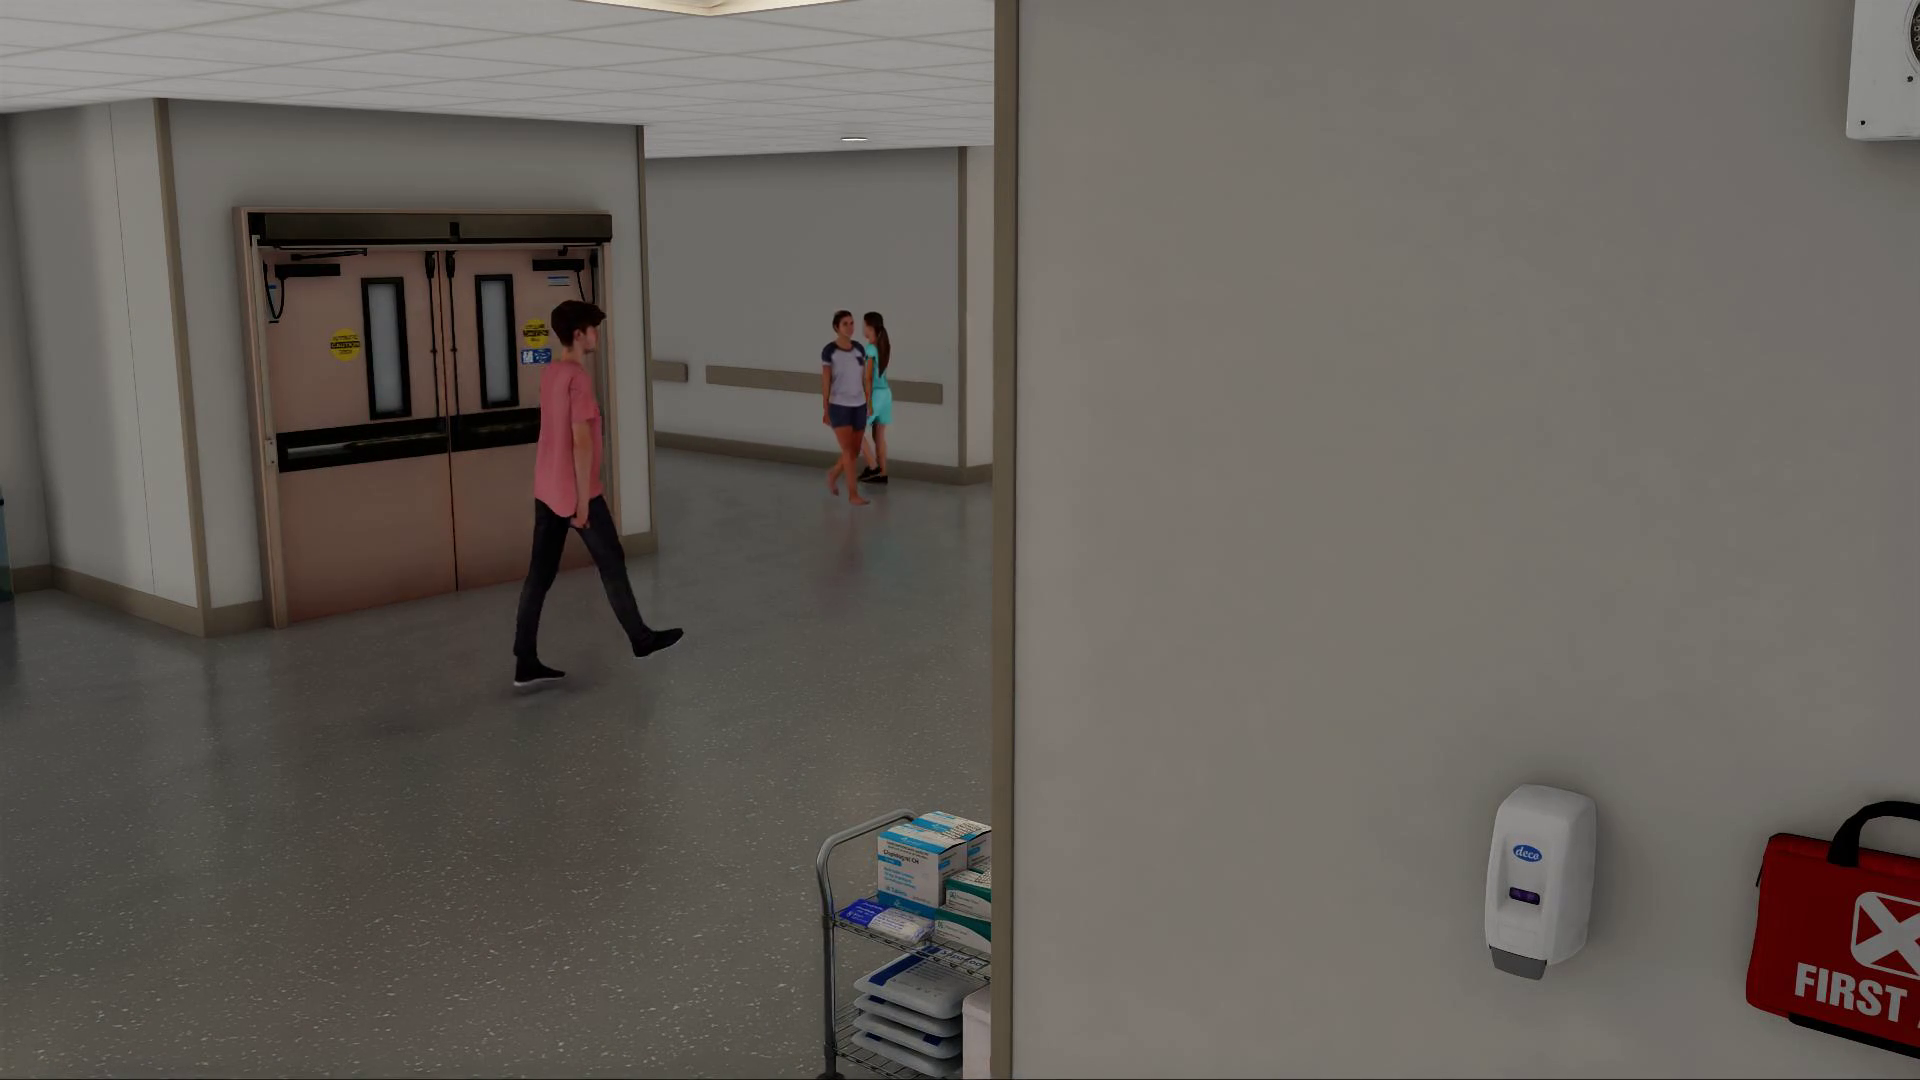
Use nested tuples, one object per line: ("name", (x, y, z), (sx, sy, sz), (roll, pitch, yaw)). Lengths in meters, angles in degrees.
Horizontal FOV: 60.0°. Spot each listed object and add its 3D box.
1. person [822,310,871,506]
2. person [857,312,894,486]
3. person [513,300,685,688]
("person", (-0.979, -1.092, 13.894), (0.962, 1.593, 0.764), (-8, 14, -37))
("person", (-0.702, -1.256, 14.879), (0.631, 1.549, 0.528), (7, 13, 32))
("person", (-2.042, -0.190, 8.280), (0.688, 1.913, 1.184), (10, 15, 42))
